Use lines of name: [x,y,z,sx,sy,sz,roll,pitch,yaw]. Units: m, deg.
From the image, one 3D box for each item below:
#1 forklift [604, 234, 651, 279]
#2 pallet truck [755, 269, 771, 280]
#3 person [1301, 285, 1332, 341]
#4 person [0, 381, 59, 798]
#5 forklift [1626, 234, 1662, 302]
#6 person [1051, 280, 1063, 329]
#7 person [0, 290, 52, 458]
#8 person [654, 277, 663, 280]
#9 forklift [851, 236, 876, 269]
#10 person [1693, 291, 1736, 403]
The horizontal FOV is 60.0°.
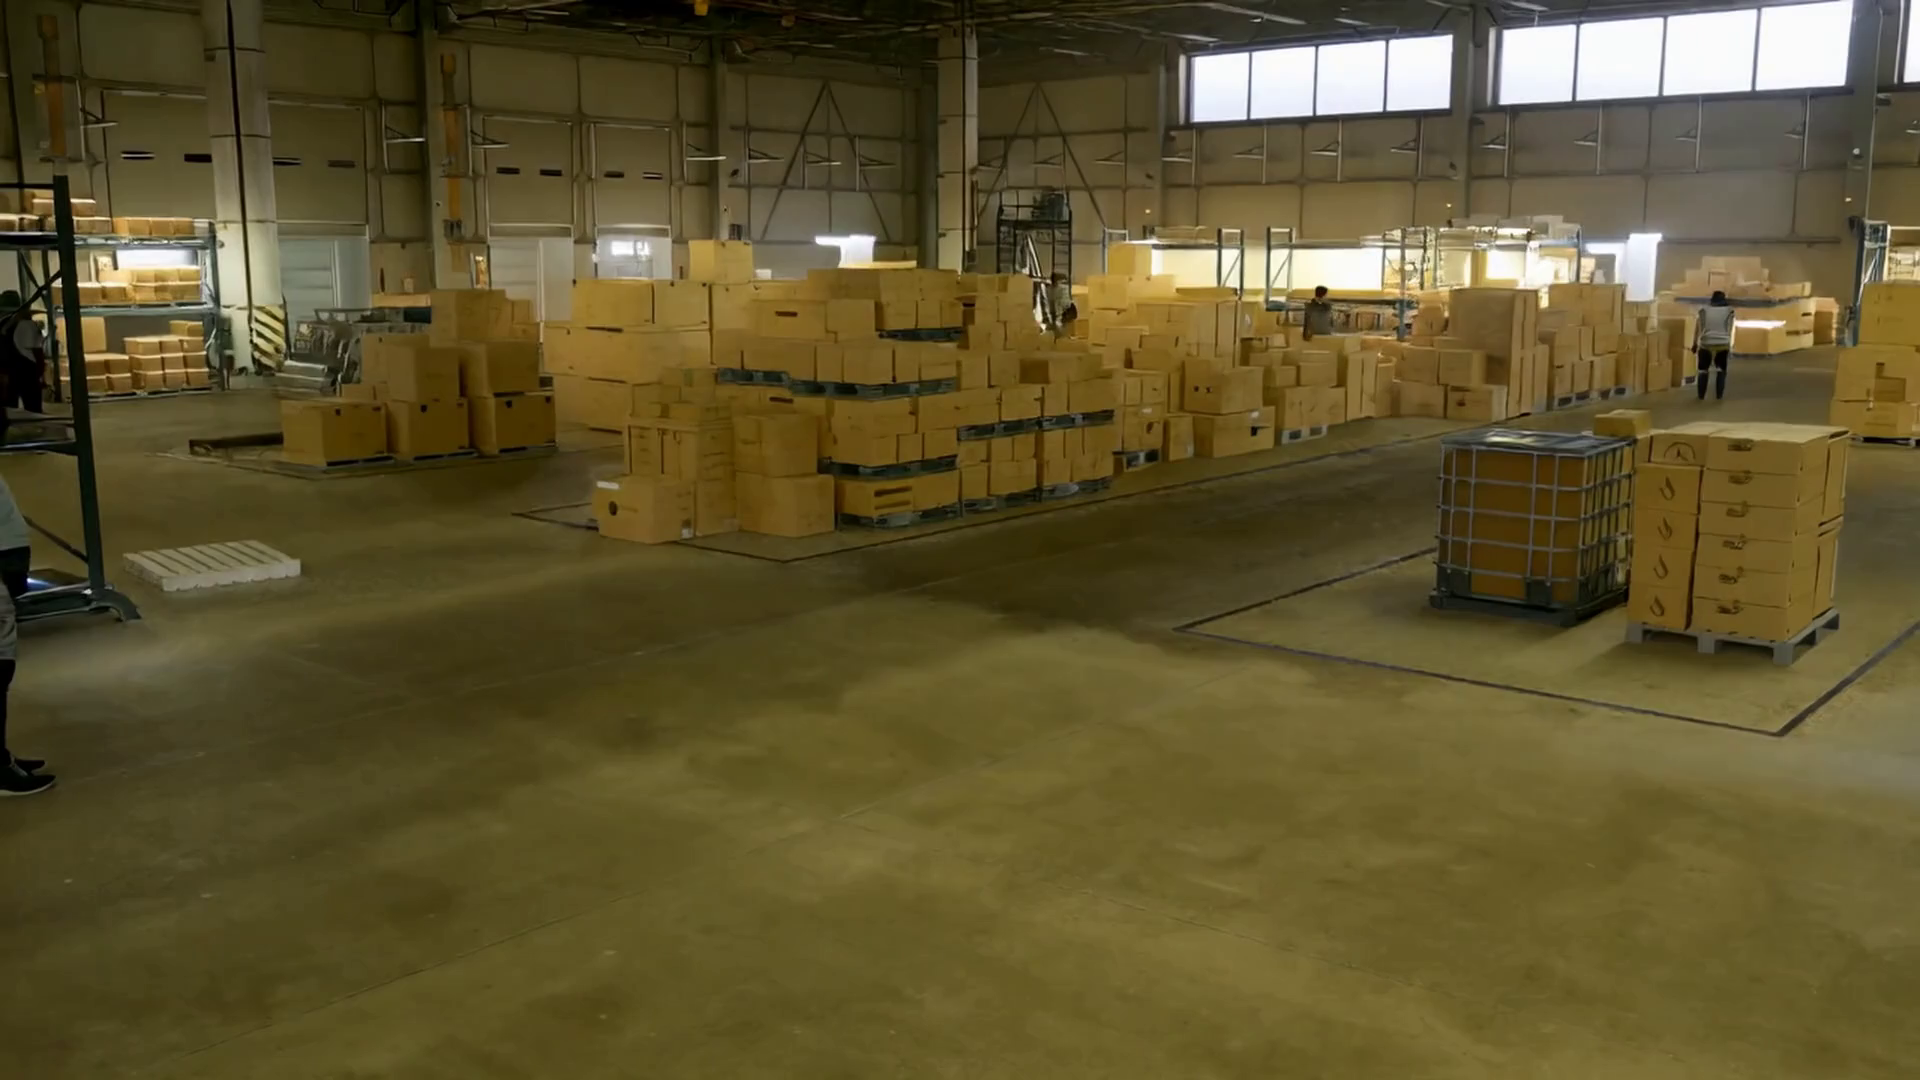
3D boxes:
forklift: [-6.969,-5.043,35.102,1.129,2.768,1.873,0,10,-1]
pallet truck: [-4.996,-6.432,45.525,1.885,1.965,0.823,-6,12,-32]
person: [6.077,-3.384,28.380,0.662,1.931,0.428,-9,13,-42]
person: [-4.518,0.216,7.759,0.361,1.964,0.616,-7,12,-35]
forklift: [13.795,-4.800,33.719,1.873,2.768,1.129,8,13,40]
person: [2.720,-6.462,46.583,0.320,1.690,0.536,0,10,0]
person: [-11.501,-2.023,20.299,0.684,2.000,0.538,-2,10,-13]
person: [-6.509,-4.725,36.016,0.636,1.930,0.372,-5,11,-24]
forklift: [-2.287,-5.819,39.522,1.873,2.768,1.129,2,10,14]
person: [12.390,-3.164,27.362,0.633,1.841,0.429,3,10,18]
